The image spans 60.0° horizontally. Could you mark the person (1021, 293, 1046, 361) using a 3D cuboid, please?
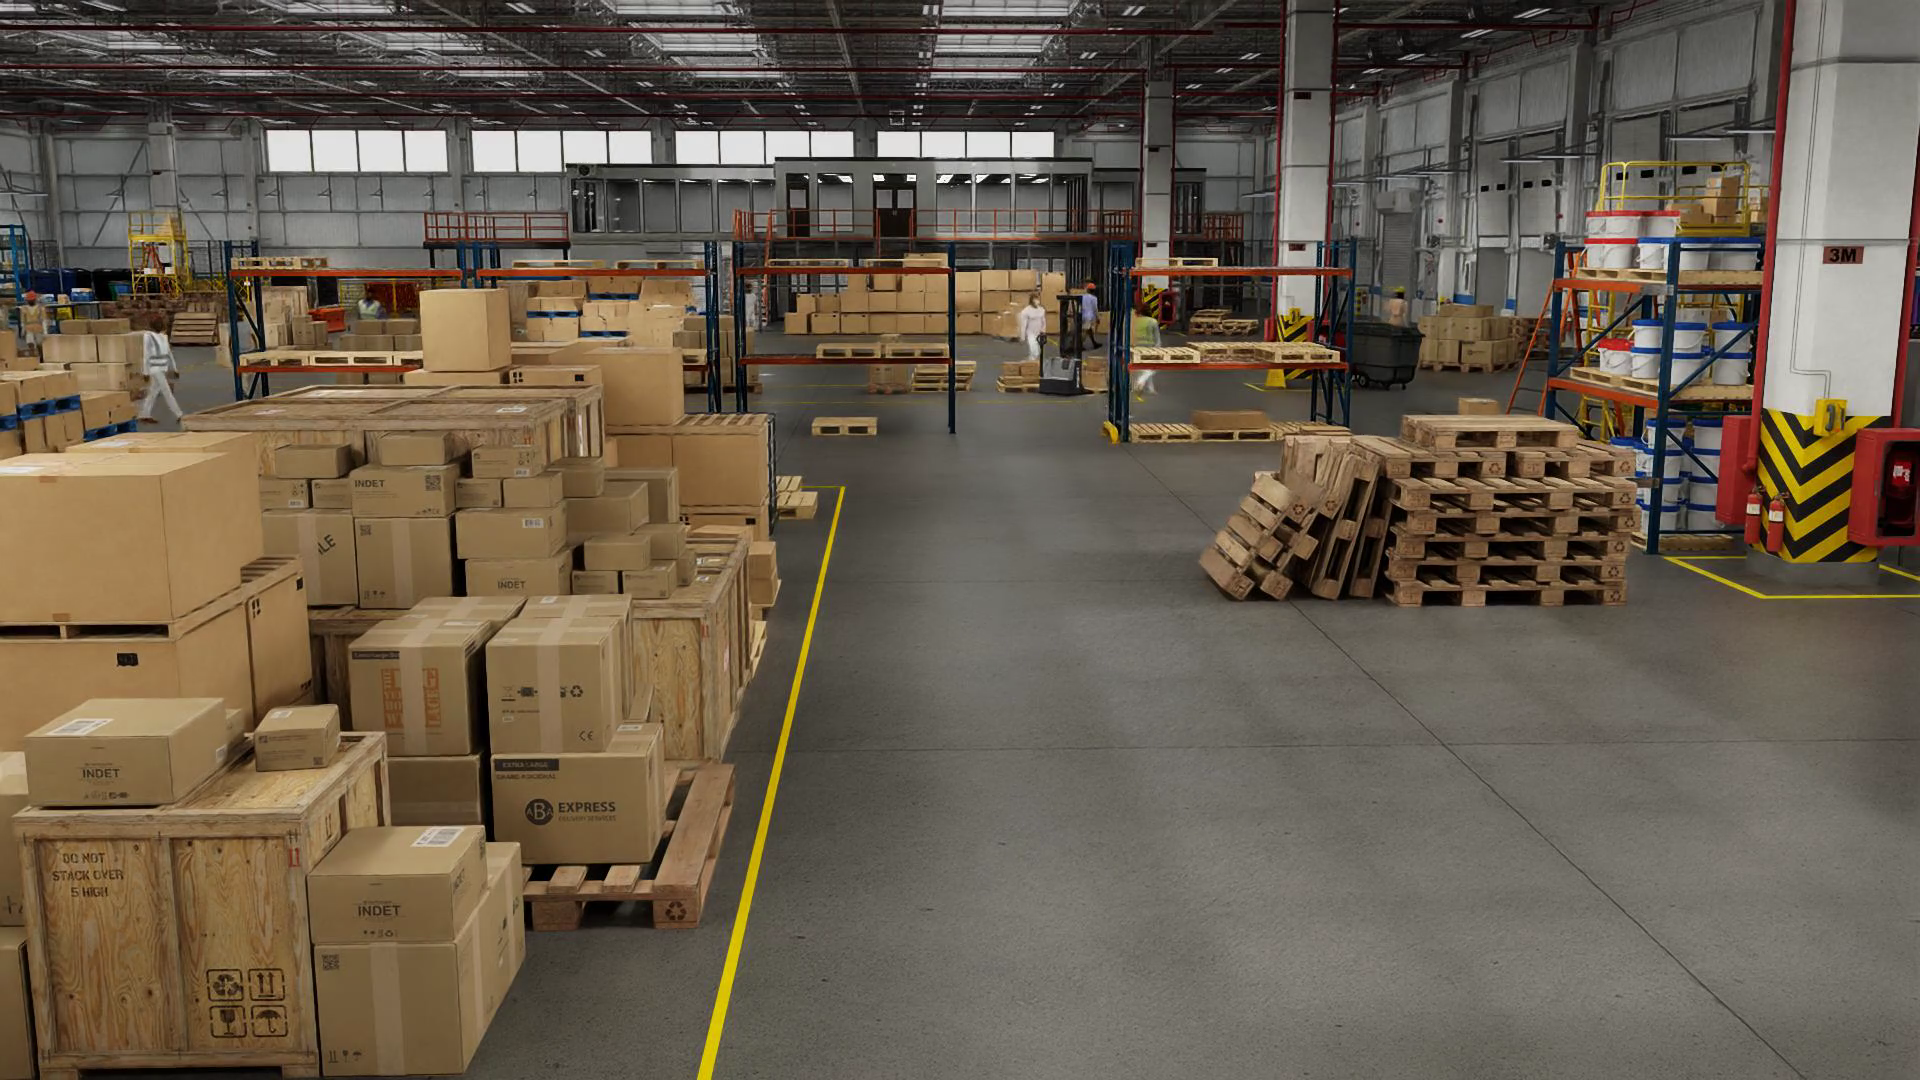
[{"bbox_3d":[1.591,-4.492,36.684,0.637,1.924,0.712,-8,13,-38],"label":"person"}]

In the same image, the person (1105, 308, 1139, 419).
[{"bbox_3d":[2.823,-3.014,28.443,0.456,1.913,0.616,2,10,11],"label":"person"}]

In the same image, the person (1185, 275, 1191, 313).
[{"bbox_3d":[9.699,-10.719,71.162,0.382,1.995,0.612,2,10,9],"label":"person"}]

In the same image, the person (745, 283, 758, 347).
[{"bbox_3d":[-6.056,-6.475,47.926,0.503,1.850,0.580,-6,12,-29],"label":"person"}]

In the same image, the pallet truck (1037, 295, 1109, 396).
[{"bbox_3d":[2.483,-3.881,33.060,1.885,1.965,0.823,-7,13,-36],"label":"pallet truck"}]

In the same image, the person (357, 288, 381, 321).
[{"bbox_3d":[-14.913,-5.409,41.967,0.639,1.874,0.905,-1,10,-4],"label":"person"}]

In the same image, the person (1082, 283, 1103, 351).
[{"bbox_3d":[3.643,-6.230,46.476,1.023,1.879,0.574,-8,13,-38],"label":"person"}]

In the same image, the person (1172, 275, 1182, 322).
[{"bbox_3d":[8.125,-9.067,62.370,0.754,1.845,0.601,-9,13,-40],"label":"person"}]

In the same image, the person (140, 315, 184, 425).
[{"bbox_3d":[-13.206,-2.808,27.546,1.002,1.827,0.605,0,10,2],"label":"person"}]

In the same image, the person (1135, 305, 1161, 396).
[{"bbox_3d":[3.629,-3.714,32.721,0.667,1.809,0.661,-9,14,-42],"label":"person"}]

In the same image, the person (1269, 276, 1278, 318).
[{"bbox_3d":[11.185,-8.467,59.048,0.627,1.844,0.429,-9,14,-42],"label":"person"}]

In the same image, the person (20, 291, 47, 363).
[{"bbox_3d":[-21.928,-4.961,39.414,0.547,1.893,0.946,-4,11,-22],"label":"person"}]

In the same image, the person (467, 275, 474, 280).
[{"bbox_3d":[-20.067,-10.154,68.494,0.558,1.822,0.405,-7,12,-35],"label":"person"}]

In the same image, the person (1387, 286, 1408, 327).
[{"bbox_3d":[11.236,-5.593,42.878,0.592,1.902,0.814,9,14,42],"label":"person"}]

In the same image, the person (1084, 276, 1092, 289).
[{"bbox_3d":[4.763,-8.956,62.057,0.321,1.738,0.520,6,12,31],"label":"person"}]

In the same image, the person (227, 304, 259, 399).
[{"bbox_3d":[-13.820,-3.628,32.087,0.537,1.841,0.628,-7,13,-35],"label":"person"}]
